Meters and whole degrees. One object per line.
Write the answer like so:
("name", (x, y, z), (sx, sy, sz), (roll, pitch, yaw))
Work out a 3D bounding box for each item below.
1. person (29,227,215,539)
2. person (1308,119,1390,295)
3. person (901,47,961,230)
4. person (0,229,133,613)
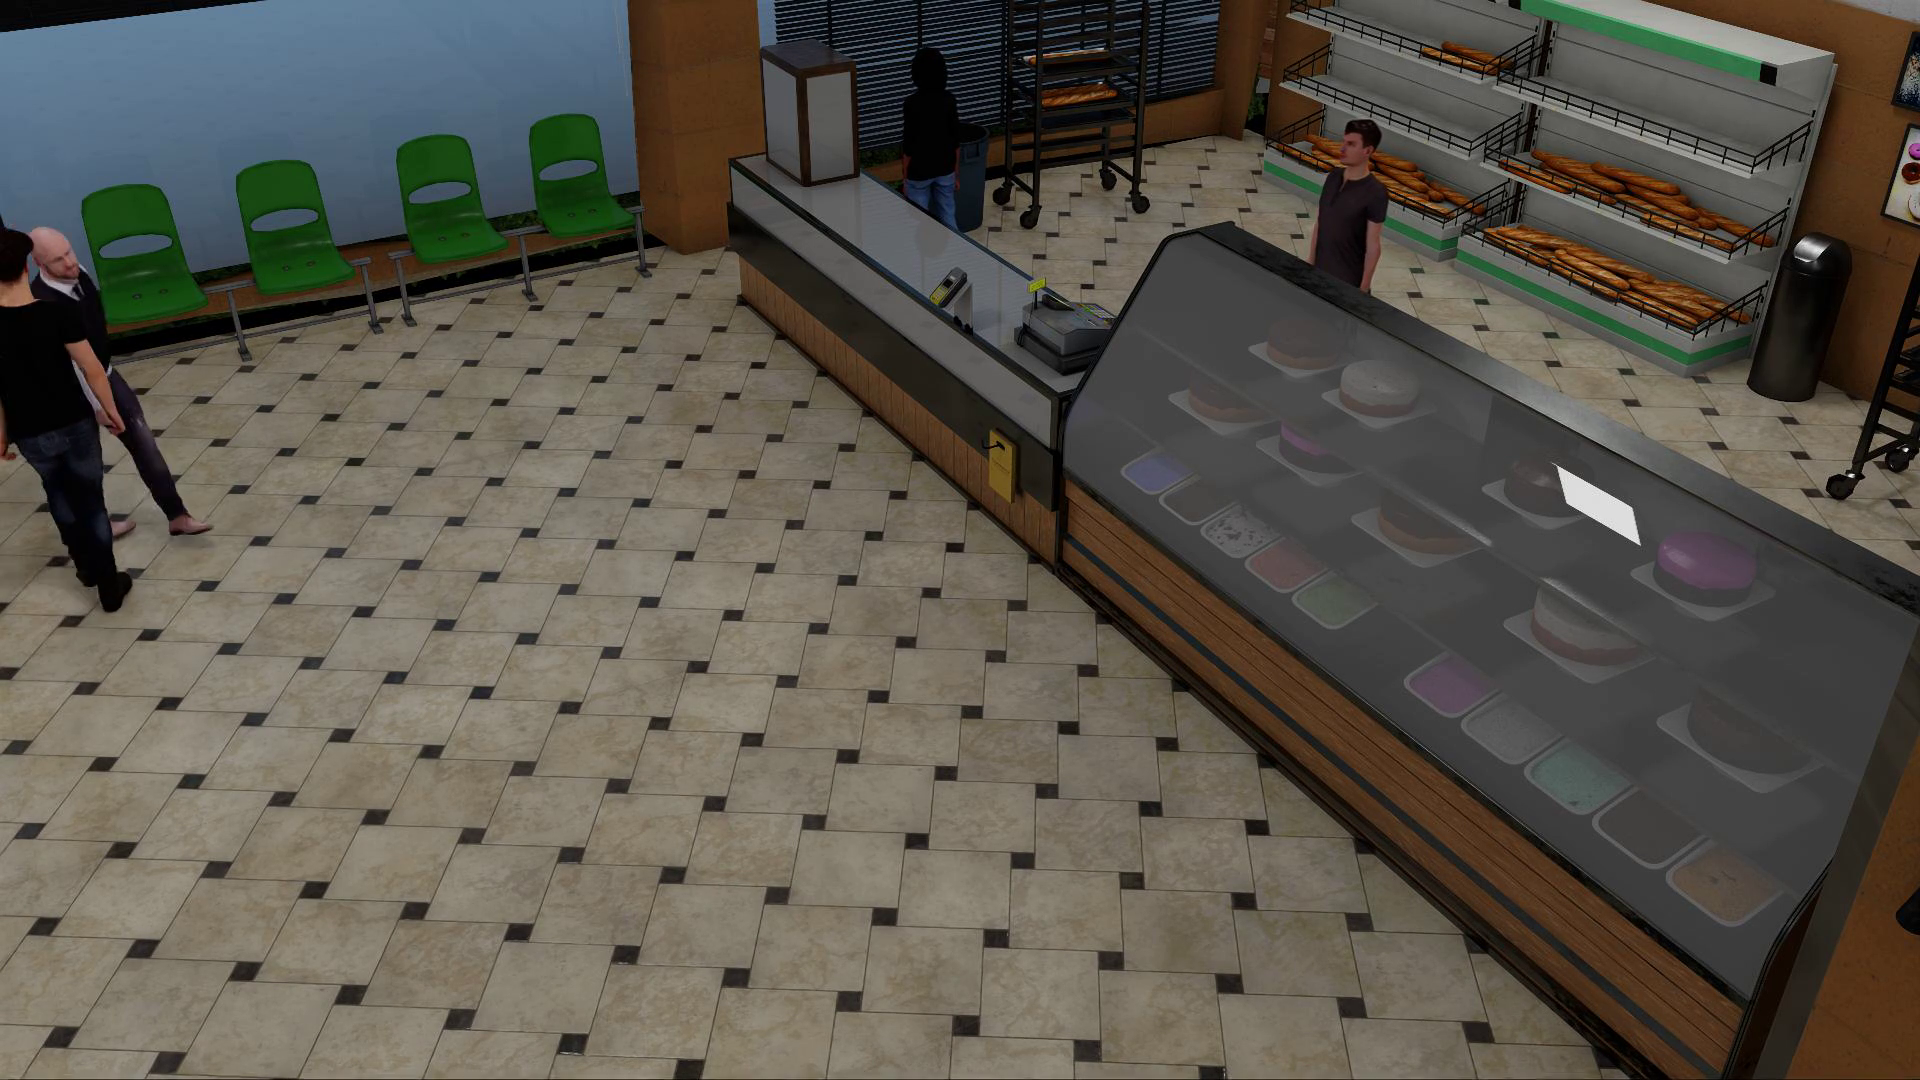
("person", (-4.384, -0.729, 8.240), (1.172, 1.772, 1.057), (-4, 32, -6))
("person", (2.143, -1.455, 9.329), (0.525, 1.853, 0.639), (-16, 35, -24))
("person", (-0.199, -2.402, 10.996), (0.513, 1.701, 0.661), (-12, 34, -18))
("person", (-4.226, -0.481, 7.737), (0.677, 1.882, 0.824), (-9, 33, -14))
